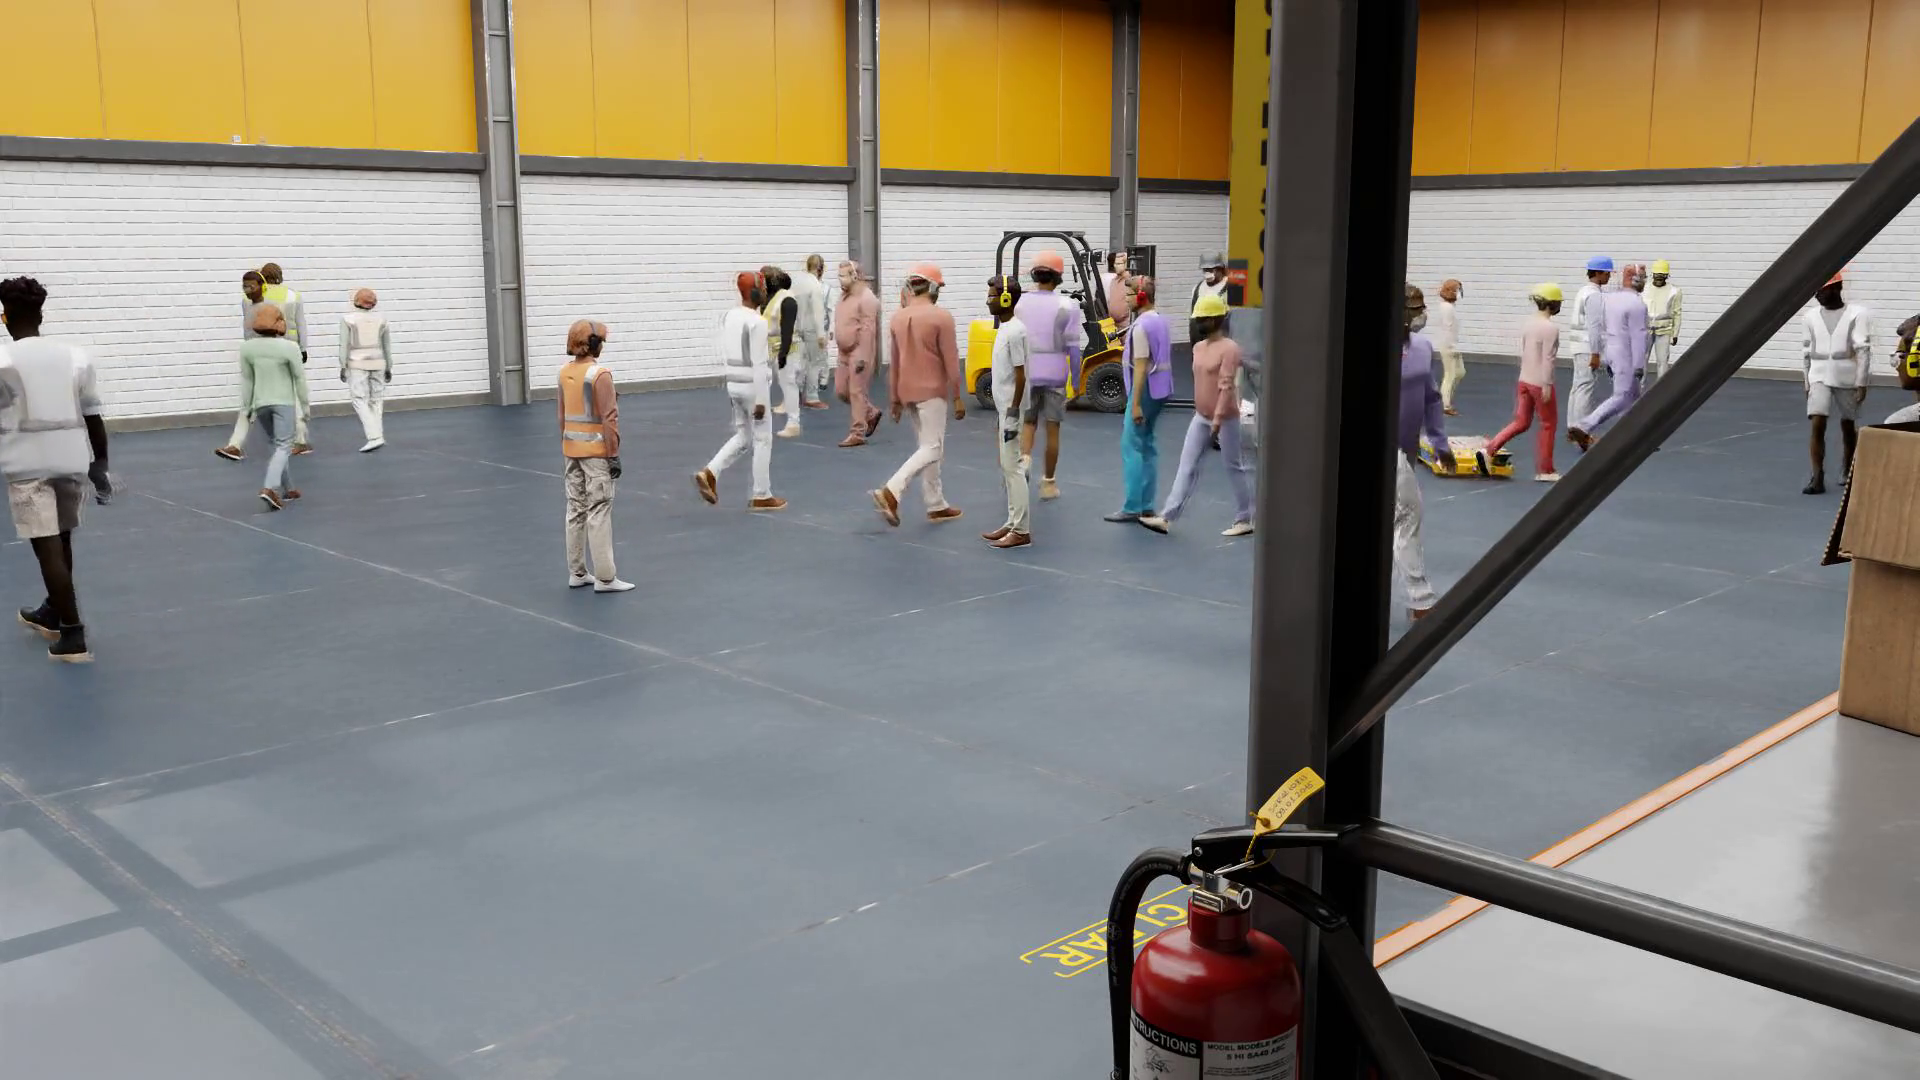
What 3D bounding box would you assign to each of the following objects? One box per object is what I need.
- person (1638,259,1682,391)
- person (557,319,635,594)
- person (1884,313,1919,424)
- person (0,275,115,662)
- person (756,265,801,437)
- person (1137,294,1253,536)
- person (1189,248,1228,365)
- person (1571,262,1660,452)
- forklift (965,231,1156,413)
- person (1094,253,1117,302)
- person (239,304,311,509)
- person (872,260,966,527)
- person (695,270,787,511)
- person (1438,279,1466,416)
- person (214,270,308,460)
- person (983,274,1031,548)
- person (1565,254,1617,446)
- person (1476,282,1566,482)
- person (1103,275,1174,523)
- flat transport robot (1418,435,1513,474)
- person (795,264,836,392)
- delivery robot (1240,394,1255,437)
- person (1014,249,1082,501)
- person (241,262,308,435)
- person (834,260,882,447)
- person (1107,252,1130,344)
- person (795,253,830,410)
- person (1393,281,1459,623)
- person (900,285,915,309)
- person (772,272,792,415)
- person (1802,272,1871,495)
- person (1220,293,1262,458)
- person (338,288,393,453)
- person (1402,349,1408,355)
[{"bbox_3d":[8.985,-2.702,21.485,0.595,1.825,0.403,6,12,28],"label":"person"},{"bbox_3d":[-2.211,-0.497,9.959,0.511,1.638,0.308,9,14,40],"label":"person"},{"bbox_3d":[3.444,0.124,5.975,0.519,1.860,0.320,-4,11,-19],"label":"person"},{"bbox_3d":[-4.734,-0.367,8.461,0.942,1.916,0.622,6,12,30],"label":"person"},{"bbox_3d":[-2.025,-1.960,17.458,0.664,1.807,0.827,10,14,44],"label":"person"},{"bbox_3d":[1.719,-0.851,11.672,0.905,1.718,0.531,-6,12,-30],"label":"person"},{"bbox_3d":[2.694,-2.068,17.420,0.700,2.000,0.673,10,14,44],"label":"person"},{"bbox_3d":[6.458,-1.768,16.254,0.857,1.875,0.654,0,10,1],"label":"person"},{"bbox_3d":[1.222,-2.721,20.561,2.313,2.155,1.214,2,11,13],"label":"forklift"},{"bbox_3d":[2.398,-3.518,25.813,0.600,1.875,0.985,-2,11,-12],"label":"person"},{"bbox_3d":[-5.406,-1.057,13.107,0.512,1.603,0.794,1,10,7],"label":"person"},{"bbox_3d":[-0.327,-1.054,12.156,0.851,1.953,0.646,-9,14,-41],"label":"person"},{"bbox_3d":[-1.683,-1.128,12.758,0.651,1.868,0.579,-8,13,-39],"label":"person"},{"bbox_3d":[5.840,-2.276,19.736,0.320,1.612,0.553,5,11,25],"label":"person"},{"bbox_3d":[-6.679,-1.663,15.877,0.480,1.804,0.980,4,11,23],"label":"person"},{"bbox_3d":[0.329,-0.876,11.393,0.310,1.868,0.532,-1,10,-5],"label":"person"},{"bbox_3d":[6.421,-1.931,16.934,0.409,1.943,0.615,2,11,9],"label":"person"},{"bbox_3d":[4.900,-1.351,14.348,0.745,1.745,0.532,-2,11,-9],"label":"person"},{"bbox_3d":[1.365,-1.049,12.433,0.442,1.838,0.582,5,11,23],"label":"person"},{"bbox_3d":[4.591,-0.795,15.308,0.652,0.197,1.431,1,10,5],"label":"flat transport robot"},{"bbox_3d":[-1.990,-2.891,22.557,0.665,1.801,0.643,2,11,13],"label":"person"},{"bbox_3d":[2.805,-1.237,16.690,0.707,0.478,0.477,-1,10,-5],"label":"delivery robot"},{"bbox_3d":[0.661,-1.299,13.267,0.633,2.025,0.516,3,11,17],"label":"person"},{"bbox_3d":[-7.330,-2.047,17.848,0.634,1.841,0.429,-3,11,-18],"label":"person"},{"bbox_3d":[-1.021,-1.889,16.883,0.552,1.884,0.645,-8,13,-38],"label":"person"},{"bbox_3d":[2.157,-2.840,22.005,0.401,1.904,0.650,-7,13,-35],"label":"person"},{"bbox_3d":[-1.799,-2.533,20.290,0.458,1.912,0.662,-5,11,-23],"label":"person"},{"bbox_3d":[2.380,-0.497,9.297,1.034,1.898,0.646,9,14,42],"label":"person"},{"bbox_3d":[-0.631,-3.220,24.672,0.529,1.690,0.321,3,11,18],"label":"person"},{"bbox_3d":[-2.123,-2.350,19.890,0.316,1.700,0.540,-1,10,-6],"label":"person"},{"bbox_3d":[7.338,-1.343,13.920,0.592,1.884,0.934,9,14,40],"label":"person"},{"bbox_3d":[2.798,-1.737,15.991,0.664,1.902,0.873,5,12,26],"label":"person"},{"bbox_3d":[-5.858,-1.683,16.483,0.547,1.612,0.485,-9,13,-39],"label":"person"},{"bbox_3d":[1.398,0.074,6.045,0.372,1.929,0.543,4,11,21],"label":"person"}]
